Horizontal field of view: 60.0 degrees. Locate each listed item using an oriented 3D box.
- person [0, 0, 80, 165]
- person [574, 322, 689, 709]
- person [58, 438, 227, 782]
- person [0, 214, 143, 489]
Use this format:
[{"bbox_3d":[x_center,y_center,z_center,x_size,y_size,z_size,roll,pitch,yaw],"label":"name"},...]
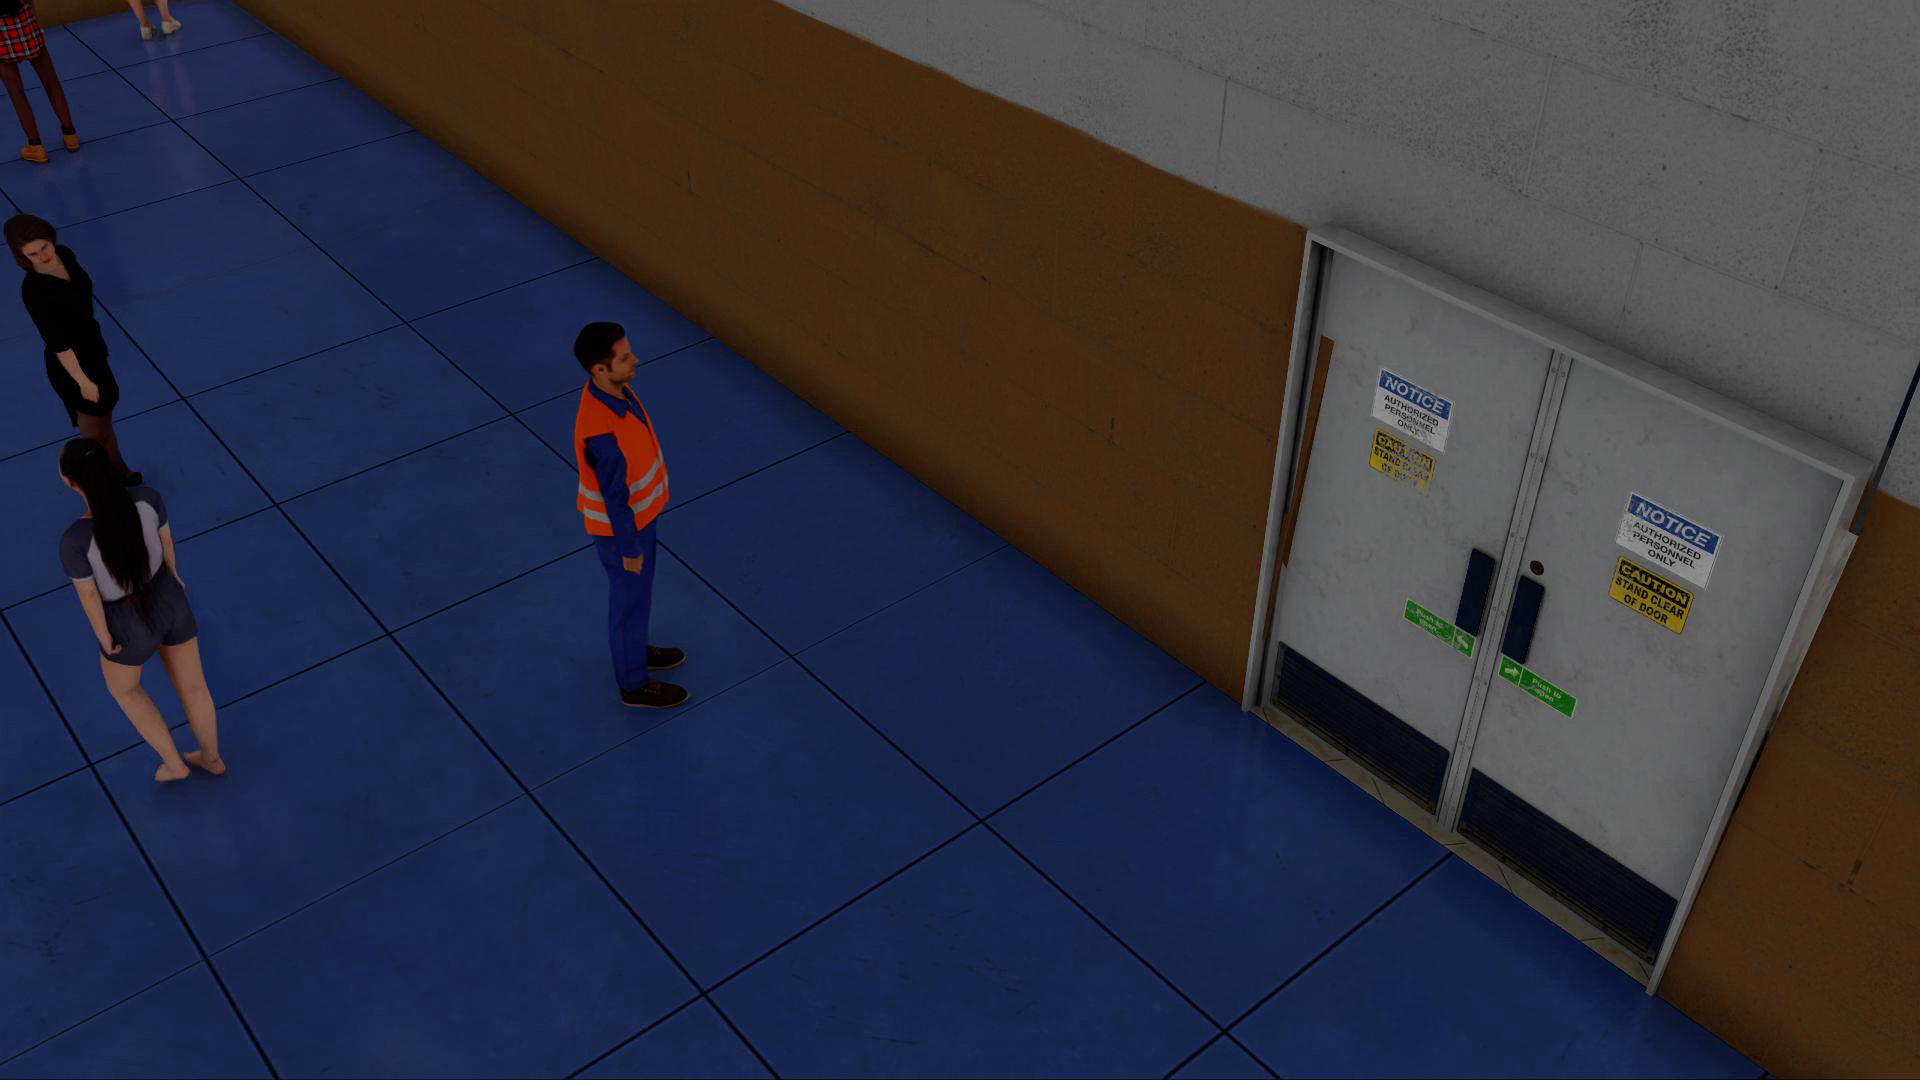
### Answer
[{"bbox_3d":[-6.531,-3.470,11.457,0.712,1.728,0.581,27,45,31],"label":"person"},{"bbox_3d":[-1.380,-0.092,6.843,0.806,1.865,0.787,-4,37,-5],"label":"person"},{"bbox_3d":[-3.116,0.330,6.467,0.714,1.640,0.578,23,43,28],"label":"person"},{"bbox_3d":[-4.255,-0.867,8.018,0.736,1.676,0.746,-12,39,-15],"label":"person"}]
